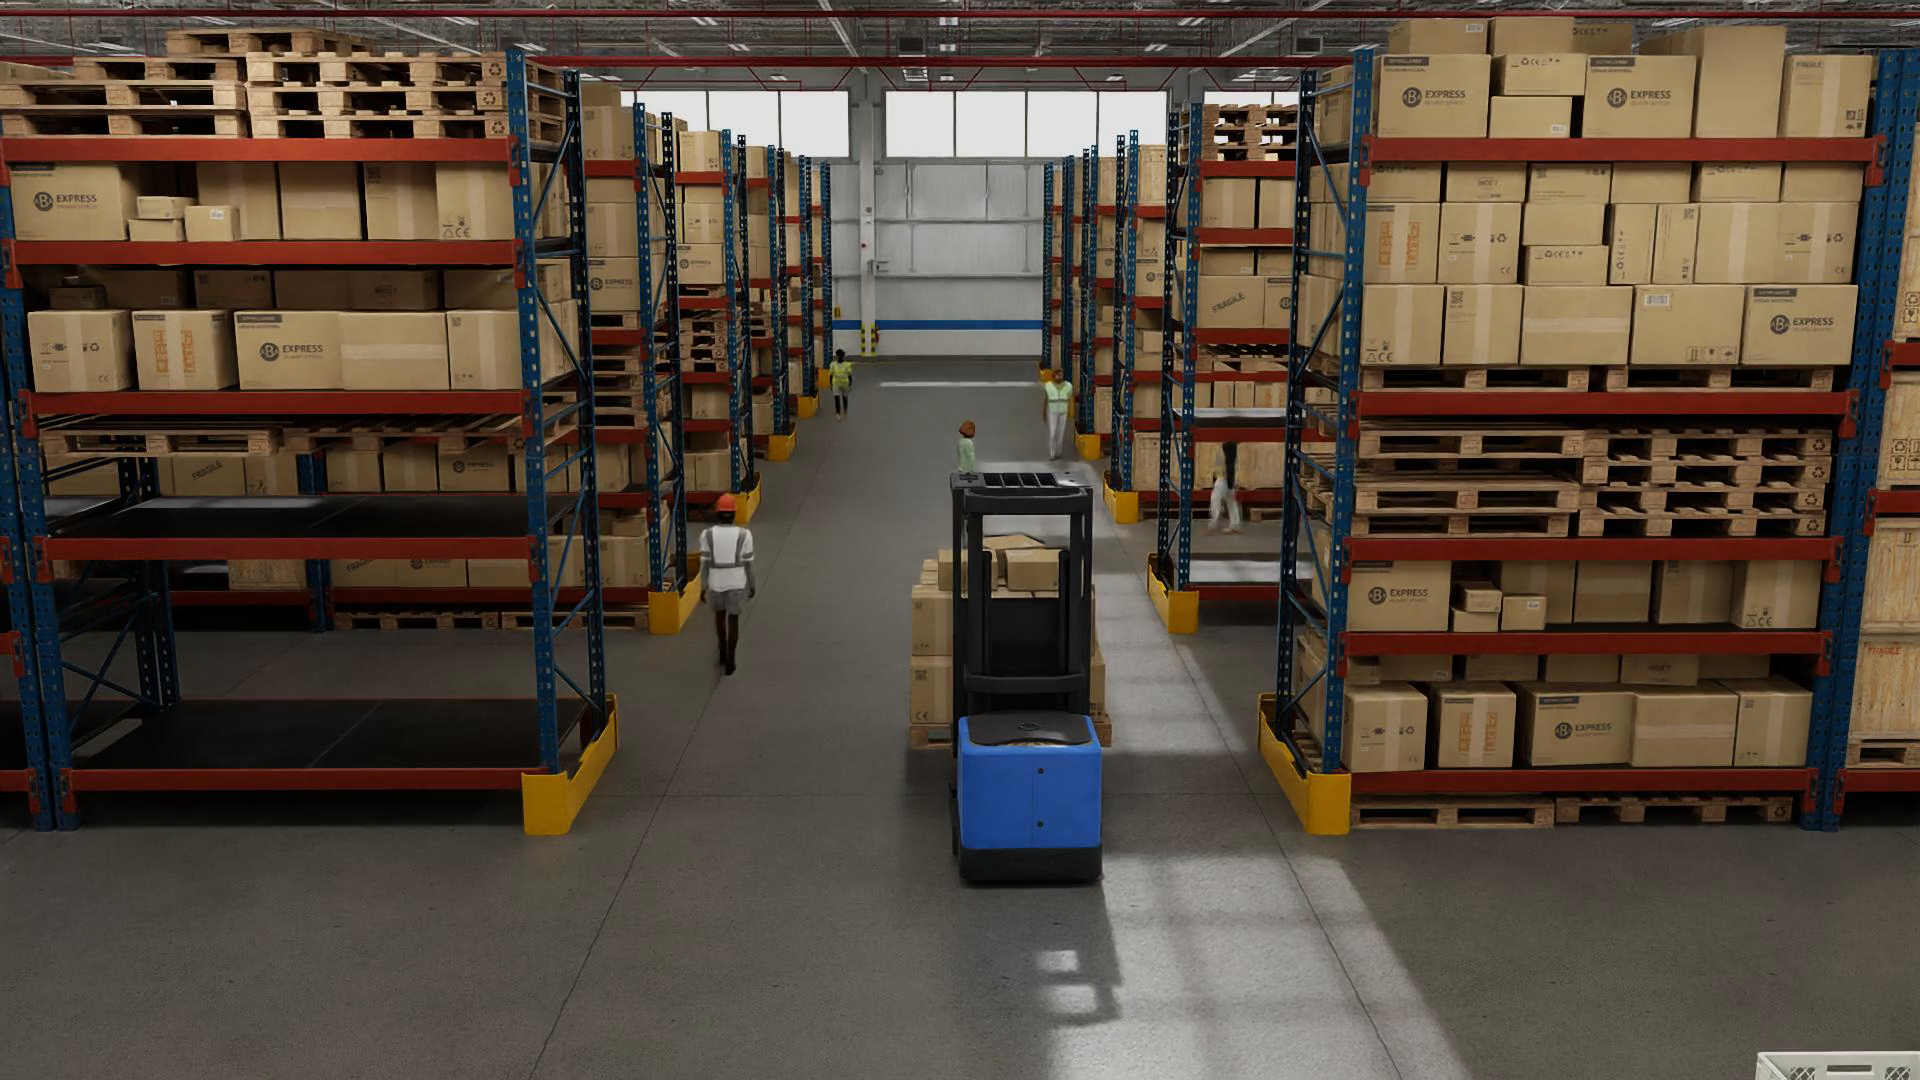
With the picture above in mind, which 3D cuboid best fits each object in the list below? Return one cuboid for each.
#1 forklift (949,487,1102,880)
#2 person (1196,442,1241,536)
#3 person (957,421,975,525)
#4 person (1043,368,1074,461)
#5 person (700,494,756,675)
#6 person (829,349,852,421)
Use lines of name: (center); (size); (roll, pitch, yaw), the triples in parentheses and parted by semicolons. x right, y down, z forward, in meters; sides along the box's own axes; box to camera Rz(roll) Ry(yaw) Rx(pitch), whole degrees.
forklift: (0.495, 0.986, 12.813); (1.129, 2.768, 1.873); (0, 11, -2)
person: (3.903, -0.961, 25.129); (0.822, 1.807, 0.652); (1, 11, 4)
person: (0.115, -1.051, 26.016); (0.284, 1.633, 0.499); (-5, 12, -22)
person: (1.929, -2.440, 32.451); (0.568, 1.804, 0.835); (-1, 11, -5)
person: (-2.482, 0.441, 17.928); (0.577, 1.904, 0.860); (0, 11, 0)
person: (-2.767, -3.605, 38.559); (0.540, 1.682, 0.540); (0, 11, -1)
